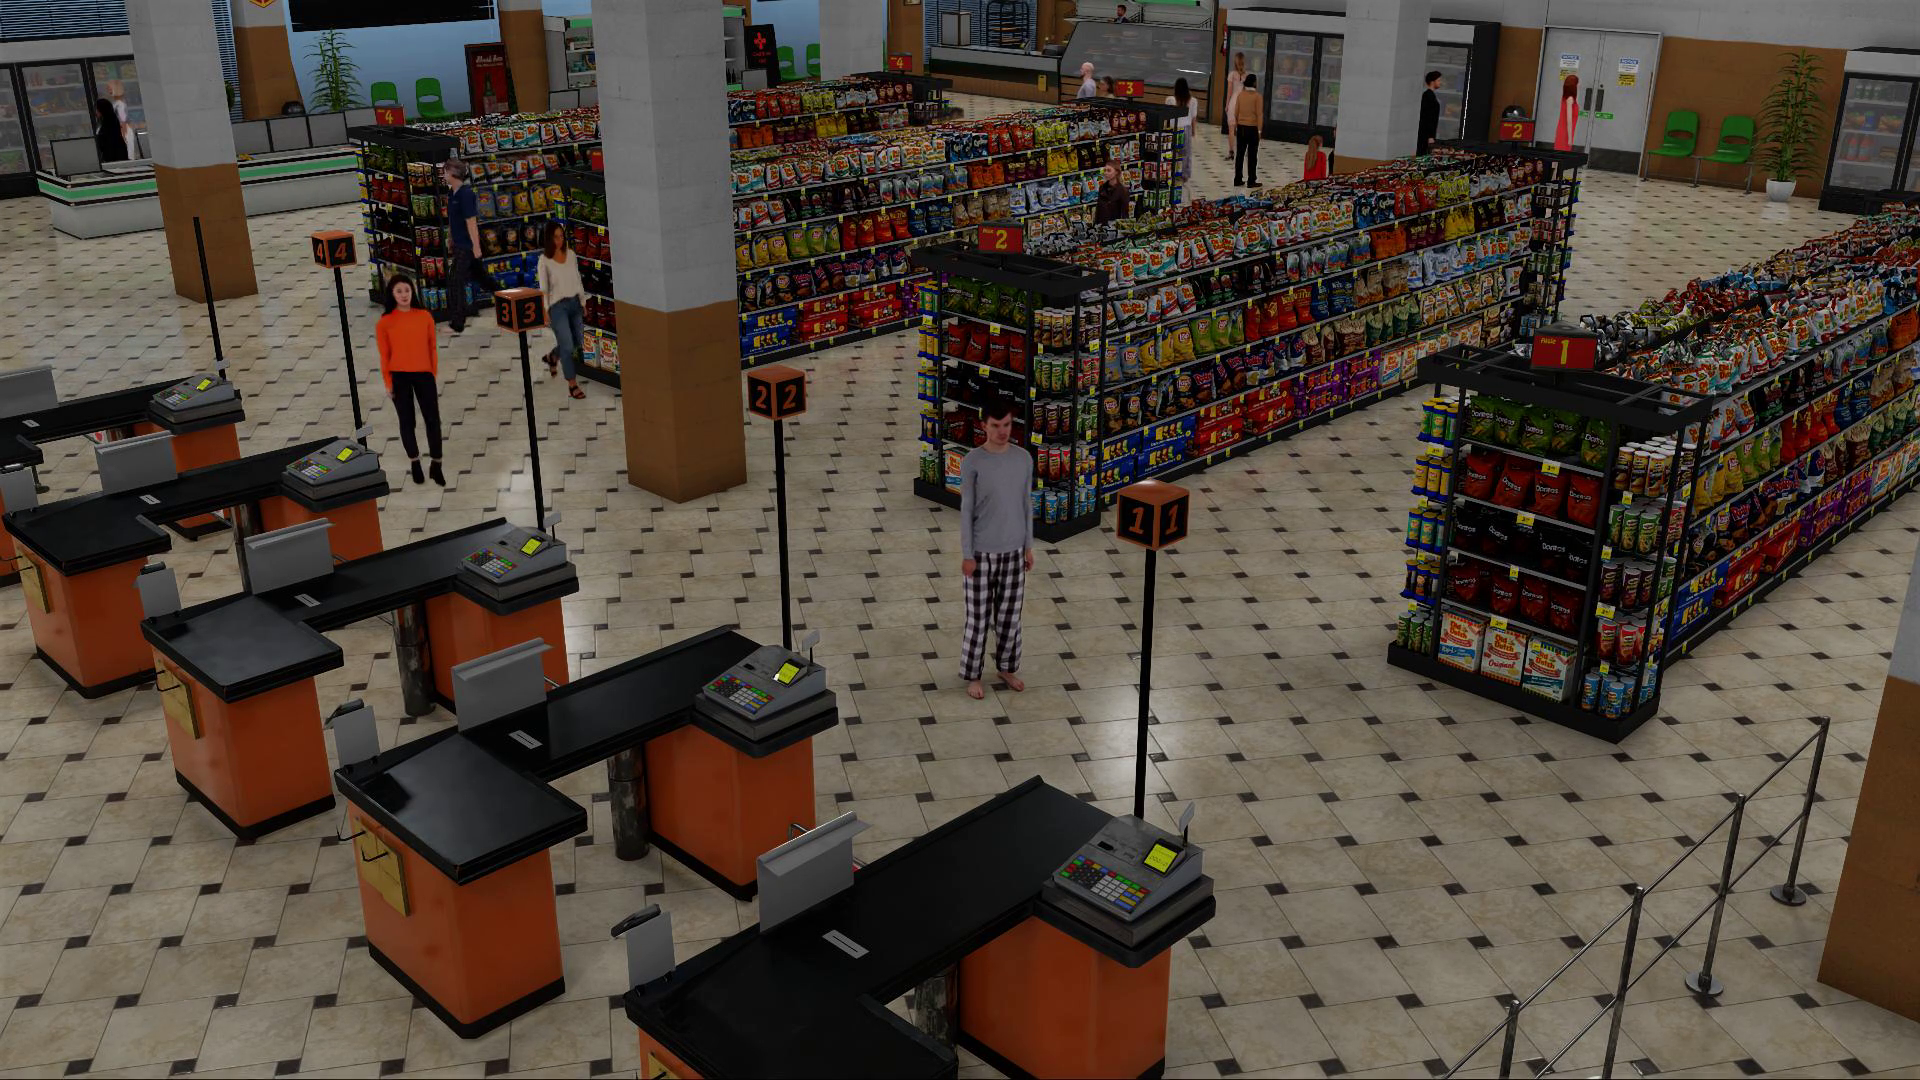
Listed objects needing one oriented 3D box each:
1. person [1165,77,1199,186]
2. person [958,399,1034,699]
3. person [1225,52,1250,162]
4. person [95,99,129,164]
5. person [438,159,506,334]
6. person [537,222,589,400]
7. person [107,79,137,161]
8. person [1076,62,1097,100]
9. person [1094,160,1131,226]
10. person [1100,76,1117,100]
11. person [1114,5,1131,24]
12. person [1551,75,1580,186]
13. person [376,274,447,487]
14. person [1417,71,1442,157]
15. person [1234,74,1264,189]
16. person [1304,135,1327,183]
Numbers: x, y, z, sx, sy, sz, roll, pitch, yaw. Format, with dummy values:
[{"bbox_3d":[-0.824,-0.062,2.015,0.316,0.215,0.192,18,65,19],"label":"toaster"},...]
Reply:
[{"bbox_3d":[3.524,-6.555,26.647,0.780,1.680,0.839,0,22,0],"label":"person"},{"bbox_3d":[0.209,0.041,10.007,0.612,1.847,0.756,-8,23,-20],"label":"person"},{"bbox_3d":[4.810,-7.525,28.862,0.568,1.829,0.700,-8,23,-19],"label":"person"},{"bbox_3d":[-12.452,-5.713,24.662,0.663,1.597,0.971,19,29,39],"label":"person"},{"bbox_3d":[-5.267,-3.193,18.093,1.249,1.821,0.880,-13,25,-29],"label":"person"},{"bbox_3d":[-3.812,-2.200,15.831,0.715,1.664,0.837,18,28,38],"label":"person"},{"bbox_3d":[-12.991,-6.278,25.864,0.598,1.750,0.622,-11,24,-25],"label":"person"},{"bbox_3d":[2.067,-6.887,27.264,0.826,1.837,0.741,2,22,6],"label":"person"},{"bbox_3d":[1.727,-3.476,18.951,0.597,1.705,0.498,19,29,40],"label":"person"},{"bbox_3d":[2.438,-6.637,26.867,0.927,1.667,0.798,-6,23,-16],"label":"person"},{"bbox_3d":[3.725,-11.419,38.502,0.584,1.867,0.629,-19,29,-40],"label":"person"},{"bbox_3d":[9.324,-6.241,25.668,0.731,1.828,0.646,2,22,6],"label":"person"},{"bbox_3d":[-4.479,-1.307,13.512,0.731,1.736,0.794,-10,24,-23],"label":"person"},{"bbox_3d":[7.178,-6.255,25.614,0.847,1.894,0.772,2,22,4],"label":"person"},{"bbox_3d":[4.575,-6.504,26.421,0.641,1.754,0.575,20,29,40],"label":"person"},{"bbox_3d":[4.985,-5.059,23.460,0.496,1.280,0.492,18,28,37],"label":"person"}]
